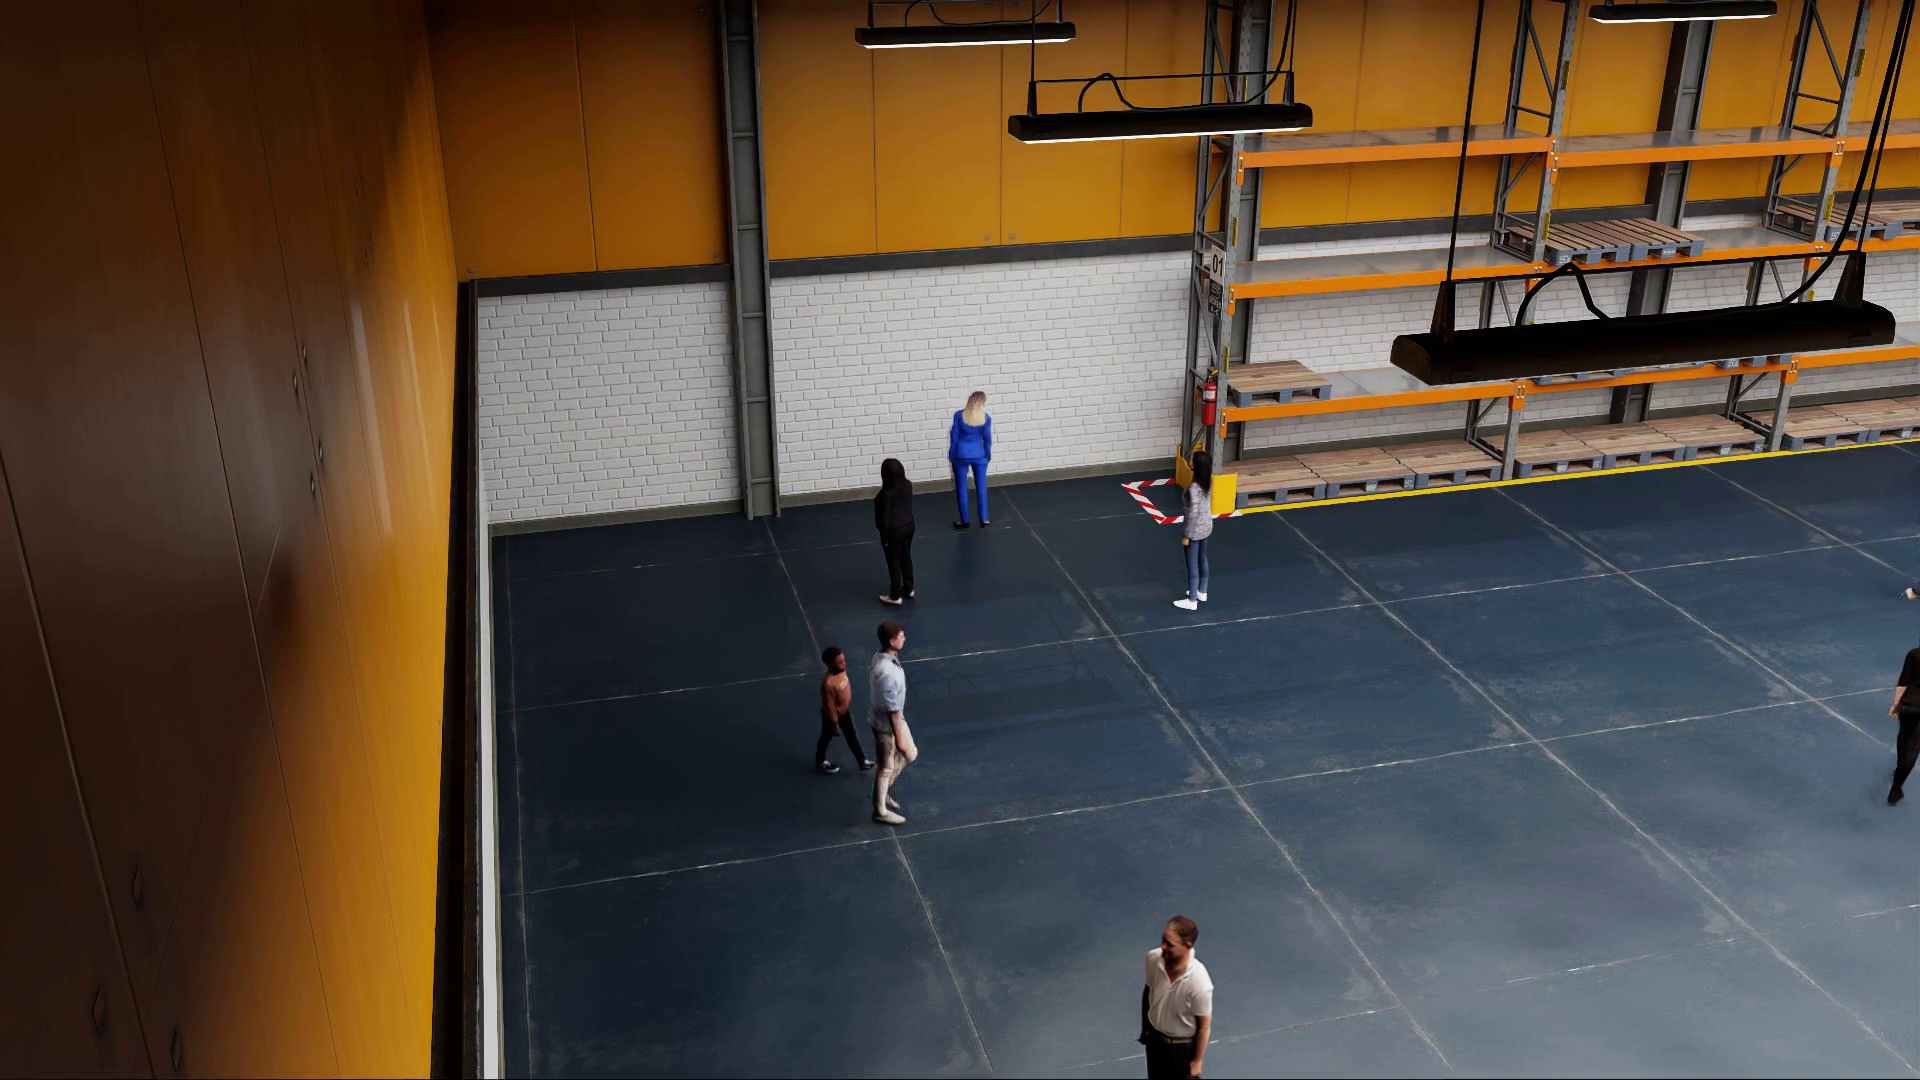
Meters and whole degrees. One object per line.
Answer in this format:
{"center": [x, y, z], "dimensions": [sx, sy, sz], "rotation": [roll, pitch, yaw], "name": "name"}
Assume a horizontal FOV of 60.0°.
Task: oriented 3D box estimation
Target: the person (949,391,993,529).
{"center": [0.089, -0.940, 19.397], "dimensions": [0.572, 1.689, 0.752], "rotation": [-10, 25, -21], "name": "person"}

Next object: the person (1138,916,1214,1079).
{"center": [1.320, 3.038, 10.092], "dimensions": [0.702, 1.854, 0.731], "rotation": [-16, 28, -33], "name": "person"}

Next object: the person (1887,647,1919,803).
{"center": [8.053, 1.469, 13.991], "dimensions": [1.087, 1.607, 0.877], "rotation": [-20, 31, -38], "name": "person"}

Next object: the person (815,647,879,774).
{"center": [-1.140, 1.487, 14.423], "dimensions": [0.932, 1.228, 0.824], "rotation": [9, 25, 20], "name": "person"}

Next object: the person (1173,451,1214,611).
{"center": [2.493, -0.119, 17.465], "dimensions": [0.743, 1.733, 0.668], "rotation": [15, 28, 31], "name": "person"}

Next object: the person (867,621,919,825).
{"center": [-0.682, 1.504, 13.626], "dimensions": [0.769, 1.834, 0.755], "rotation": [3, 24, 6], "name": "person"}

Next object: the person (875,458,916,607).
{"center": [-0.661, -0.103, 17.577], "dimensions": [0.821, 1.615, 0.757], "rotation": [14, 27, 29], "name": "person"}
